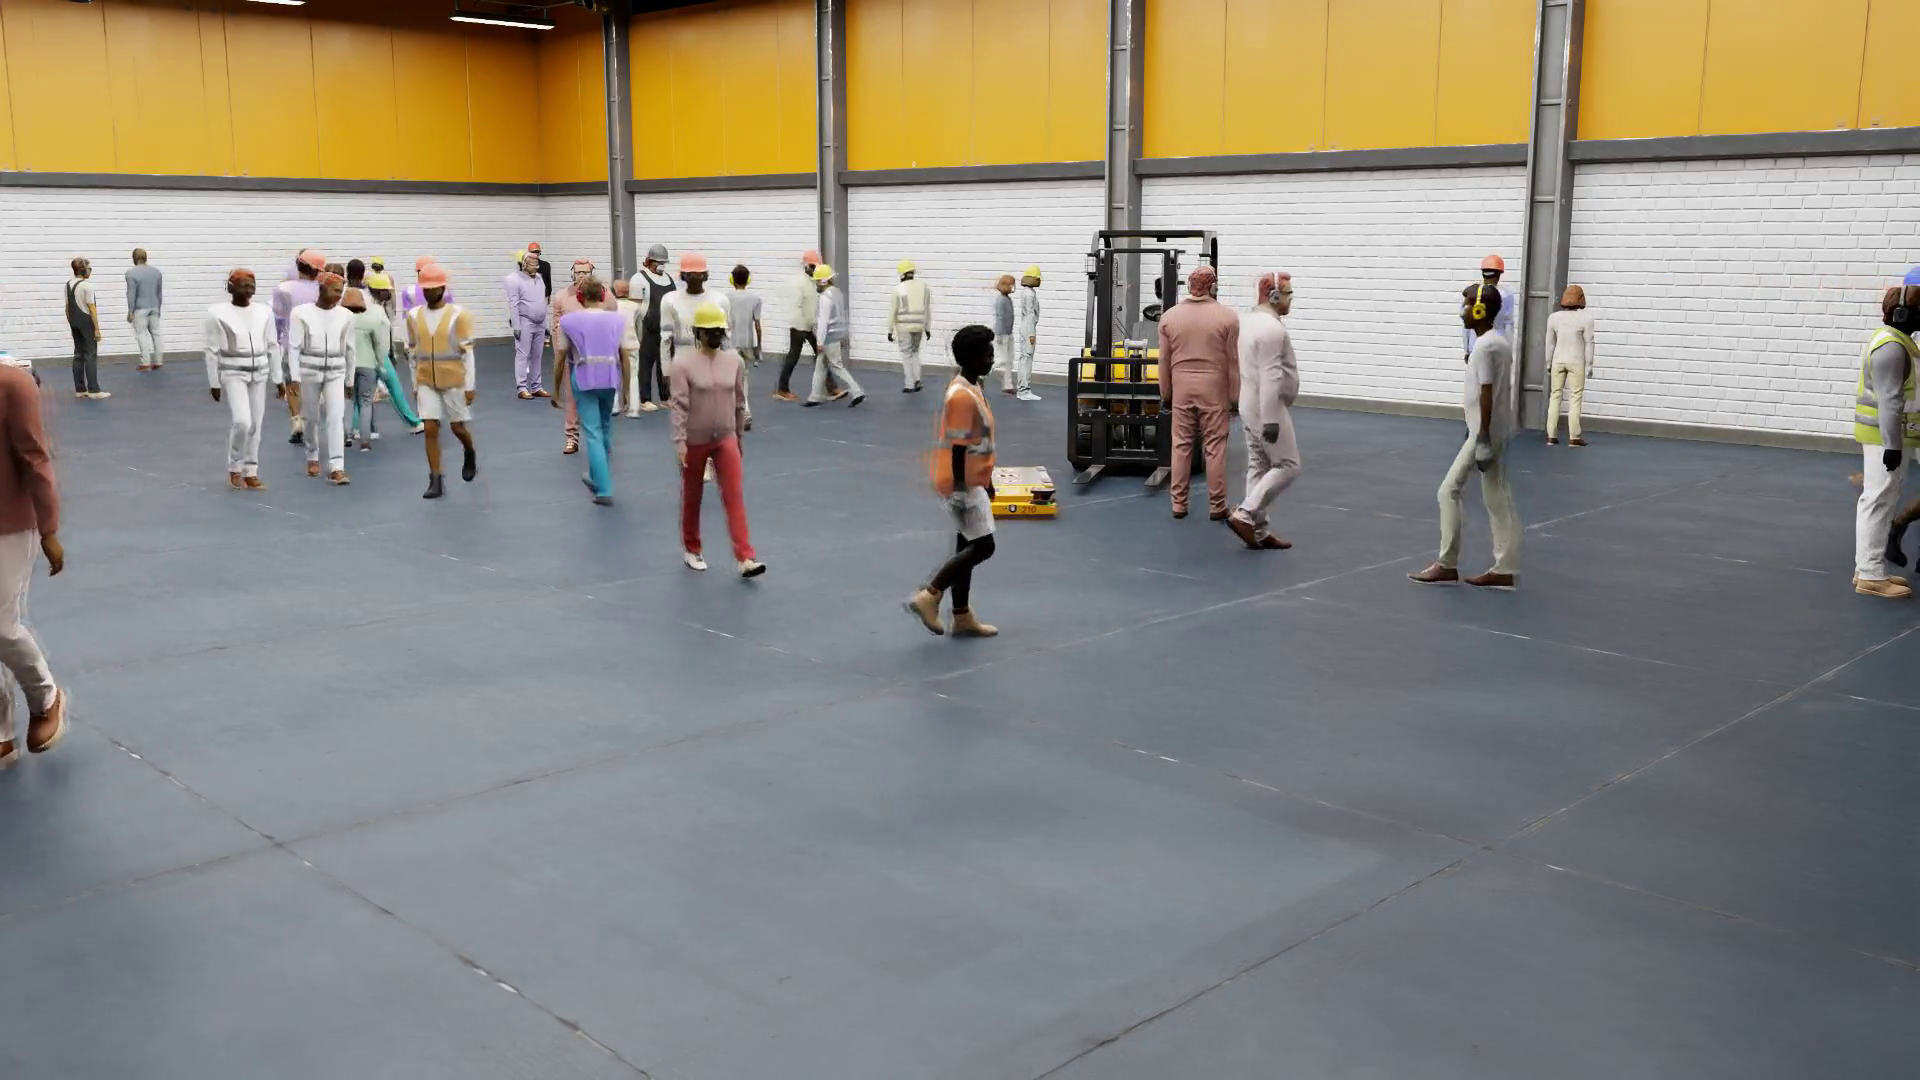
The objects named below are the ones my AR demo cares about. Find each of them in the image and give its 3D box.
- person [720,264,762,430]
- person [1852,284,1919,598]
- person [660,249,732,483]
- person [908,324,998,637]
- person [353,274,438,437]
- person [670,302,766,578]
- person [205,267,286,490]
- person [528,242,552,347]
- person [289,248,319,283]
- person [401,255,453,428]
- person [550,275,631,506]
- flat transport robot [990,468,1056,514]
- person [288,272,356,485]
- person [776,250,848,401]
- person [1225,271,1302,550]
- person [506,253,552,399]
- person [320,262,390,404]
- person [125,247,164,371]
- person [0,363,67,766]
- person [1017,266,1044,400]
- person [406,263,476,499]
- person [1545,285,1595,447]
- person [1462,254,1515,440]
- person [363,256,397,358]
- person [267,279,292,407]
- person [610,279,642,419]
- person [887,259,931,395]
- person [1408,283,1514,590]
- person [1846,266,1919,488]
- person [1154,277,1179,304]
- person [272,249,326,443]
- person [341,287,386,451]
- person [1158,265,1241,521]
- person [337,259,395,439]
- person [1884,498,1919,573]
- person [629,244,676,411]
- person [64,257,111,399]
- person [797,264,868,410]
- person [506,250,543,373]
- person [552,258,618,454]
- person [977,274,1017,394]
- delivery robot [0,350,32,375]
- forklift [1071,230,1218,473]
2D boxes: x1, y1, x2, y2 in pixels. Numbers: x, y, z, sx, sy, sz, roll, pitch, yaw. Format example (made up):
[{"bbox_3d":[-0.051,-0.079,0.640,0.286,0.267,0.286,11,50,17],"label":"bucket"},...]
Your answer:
[{"bbox_3d":[-2.433,-2.145,18.445,0.511,1.828,0.959,-5,11,-24],"label":"person"},{"bbox_3d":[5.555,-0.590,9.907,0.429,1.844,0.627,5,12,27],"label":"person"},{"bbox_3d":[-2.308,-1.543,14.632,0.620,2.022,0.854,-1,10,-5],"label":"person"},{"bbox_3d":[0.008,-0.293,8.738,0.417,1.680,0.533,0,10,1],"label":"person"},{"bbox_3d":[-6.053,-1.944,17.595,0.891,1.714,0.549,-4,11,-20],"label":"person"},{"bbox_3d":[-1.531,-0.612,10.351,0.541,1.713,0.918,-6,12,-31],"label":"person"},{"bbox_3d":[-5.951,-1.335,13.895,0.440,1.867,0.571,8,13,38],"label":"person"},{"bbox_3d":[-8.084,-4.675,31.764,0.612,1.995,0.376,-10,14,-42],"label":"person"},{"bbox_3d":[-10.717,-3.860,27.533,0.656,1.908,0.825,8,13,37],"label":"person"},{"bbox_3d":[-5.977,-2.239,18.733,0.577,1.896,0.944,-4,11,-19],"label":"person"},{"bbox_3d":[-2.992,-1.209,13.376,0.576,1.802,0.946,-7,13,-35],"label":"person"},{"bbox_3d":[0.383,-0.408,13.199,0.652,0.197,1.431,0,10,-1],"label":"flat transport robot"},{"bbox_3d":[-5.557,-1.420,14.503,0.611,1.820,1.014,-6,12,-31],"label":"person"},{"bbox_3d":[-1.951,-2.732,21.326,1.049,1.934,0.642,6,12,31],"label":"person"},{"bbox_3d":[2.085,-0.851,11.180,0.419,1.892,0.672,0,10,-2],"label":"person"},{"bbox_3d":[-5.613,-2.799,21.788,0.407,1.904,0.639,5,12,27],"label":"person"},{"bbox_3d":[-7.750,-2.605,21.028,0.959,1.802,0.626,1,10,4],"label":"person"},{"bbox_3d":[-12.817,-3.621,26.166,0.372,1.938,0.632,5,12,26],"label":"person"},{"bbox_3d":[-3.878,-0.045,6.552,0.643,1.976,0.439,0,10,2],"label":"person"},{"bbox_3d":[0.921,-2.697,21.680,0.327,1.737,0.492,-1,10,-6],"label":"person"},{"bbox_3d":[-4.242,-1.322,13.724,0.548,1.916,0.725,1,10,3],"label":"person"},{"bbox_3d":[6.184,-1.765,16.869,0.505,1.636,0.279,10,14,43],"label":"person"},{"bbox_3d":[5.512,-2.003,17.356,0.544,1.935,0.361,8,13,36],"label":"person"},{"bbox_3d":[-10.053,-4.026,28.865,0.532,1.764,0.349,-3,11,-16],"label":"person"},{"bbox_3d":[-8.162,-2.377,20.327,0.536,1.586,0.860,-8,13,-39],"label":"person"},{"bbox_3d":[-3.968,-2.225,19.437,0.540,1.614,0.604,-7,13,-34],"label":"person"},{"bbox_3d":[-0.692,-2.847,22.292,0.617,1.808,0.468,-6,12,-31],"label":"person"},{"bbox_3d":[3.072,-0.622,10.097,0.766,1.828,0.544,6,12,30],"label":"person"},{"bbox_3d":[8.083,-1.317,13.794,1.071,1.883,0.620,6,12,31],"label":"person"},{"bbox_3d":[2.411,-2.254,19.500,0.535,1.653,0.885,-5,12,-27],"label":"person"},{"bbox_3d":[-6.721,-1.974,17.056,0.646,2.003,0.548,-6,12,-29],"label":"person"},{"bbox_3d":[-5.978,-1.692,16.516,0.506,1.620,0.376,-2,11,-10],"label":"person"},{"bbox_3d":[1.813,-1.099,12.498,0.639,1.911,0.402,5,11,25],"label":"person"},{"bbox_3d":[-6.412,-2.012,17.565,0.740,1.862,0.935,-9,14,-40],"label":"person"},{"bbox_3d":[6.119,-0.719,10.399,0.512,1.916,0.563,4,11,22],"label":"person"},{"bbox_3d":[-3.671,-2.602,20.334,0.536,2.000,0.672,8,13,38],"label":"person"},{"bbox_3d":[-11.429,-2.757,21.715,0.516,1.842,0.328,5,12,26],"label":"person"},{"bbox_3d":[-1.549,-2.482,20.387,0.899,1.793,0.610,1,10,8],"label":"person"},{"bbox_3d":[-6.780,-3.562,25.915,0.592,1.910,0.672,-7,12,-33],"label":"person"},{"bbox_3d":[-3.663,-1.793,16.289,0.639,1.908,0.409,-2,11,-10],"label":"person"},{"bbox_3d":[0.531,-2.754,22.328,0.582,1.610,0.499,3,11,17],"label":"person"},{"bbox_3d":[-13.134,-2.366,22.847,0.707,0.478,0.477,3,11,17],"label":"delivery robot"},{"bbox_3d":[1.804,-1.825,15.677,1.214,2.155,2.313,2,11,13],"label":"forklift"}]
